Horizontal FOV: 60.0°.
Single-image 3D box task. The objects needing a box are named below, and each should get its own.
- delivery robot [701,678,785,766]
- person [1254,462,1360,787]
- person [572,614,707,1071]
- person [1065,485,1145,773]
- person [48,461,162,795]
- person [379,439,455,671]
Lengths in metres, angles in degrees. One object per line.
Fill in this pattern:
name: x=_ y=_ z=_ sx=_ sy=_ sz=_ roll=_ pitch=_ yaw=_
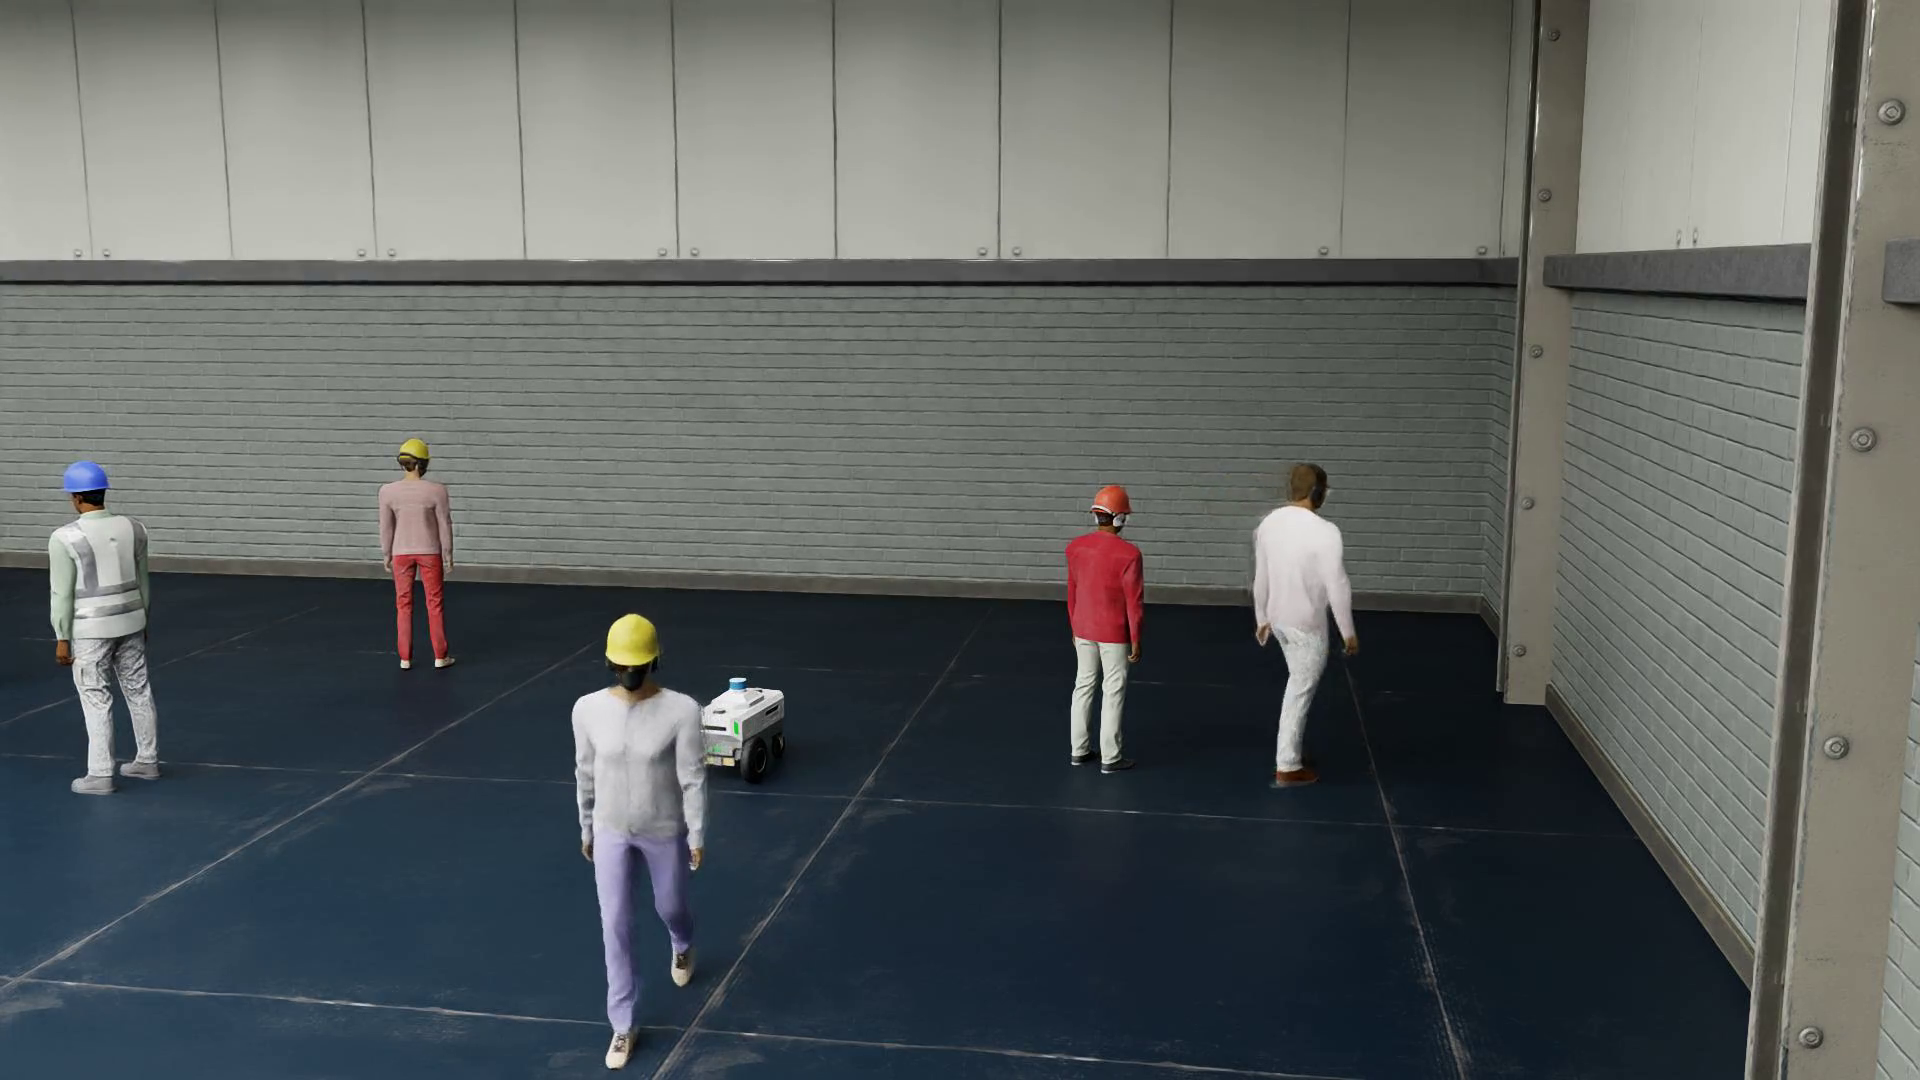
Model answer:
delivery robot: x=-1.345 y=1.081 z=10.110 sx=0.477 sy=0.478 sz=0.707 roll=3 pitch=10 yaw=18
person: x=2.082 y=0.498 z=9.784 sx=0.582 sy=1.920 sz=0.647 roll=-4 pitch=10 yaw=-24
person: x=-1.247 y=1.110 z=6.614 sx=0.529 sy=1.736 sz=0.814 roll=0 pitch=9 yaw=0
person: x=0.900 y=0.535 z=10.121 sx=0.567 sy=1.743 sz=0.353 roll=8 pitch=12 yaw=42
person: x=-5.010 y=0.505 z=9.717 sx=0.425 sy=1.938 sz=0.603 roll=4 pitch=10 yaw=25
person: x=-4.122 y=0.115 z=12.652 sx=0.532 sy=1.761 sz=0.331 roll=-1 pitch=9 yaw=-6
